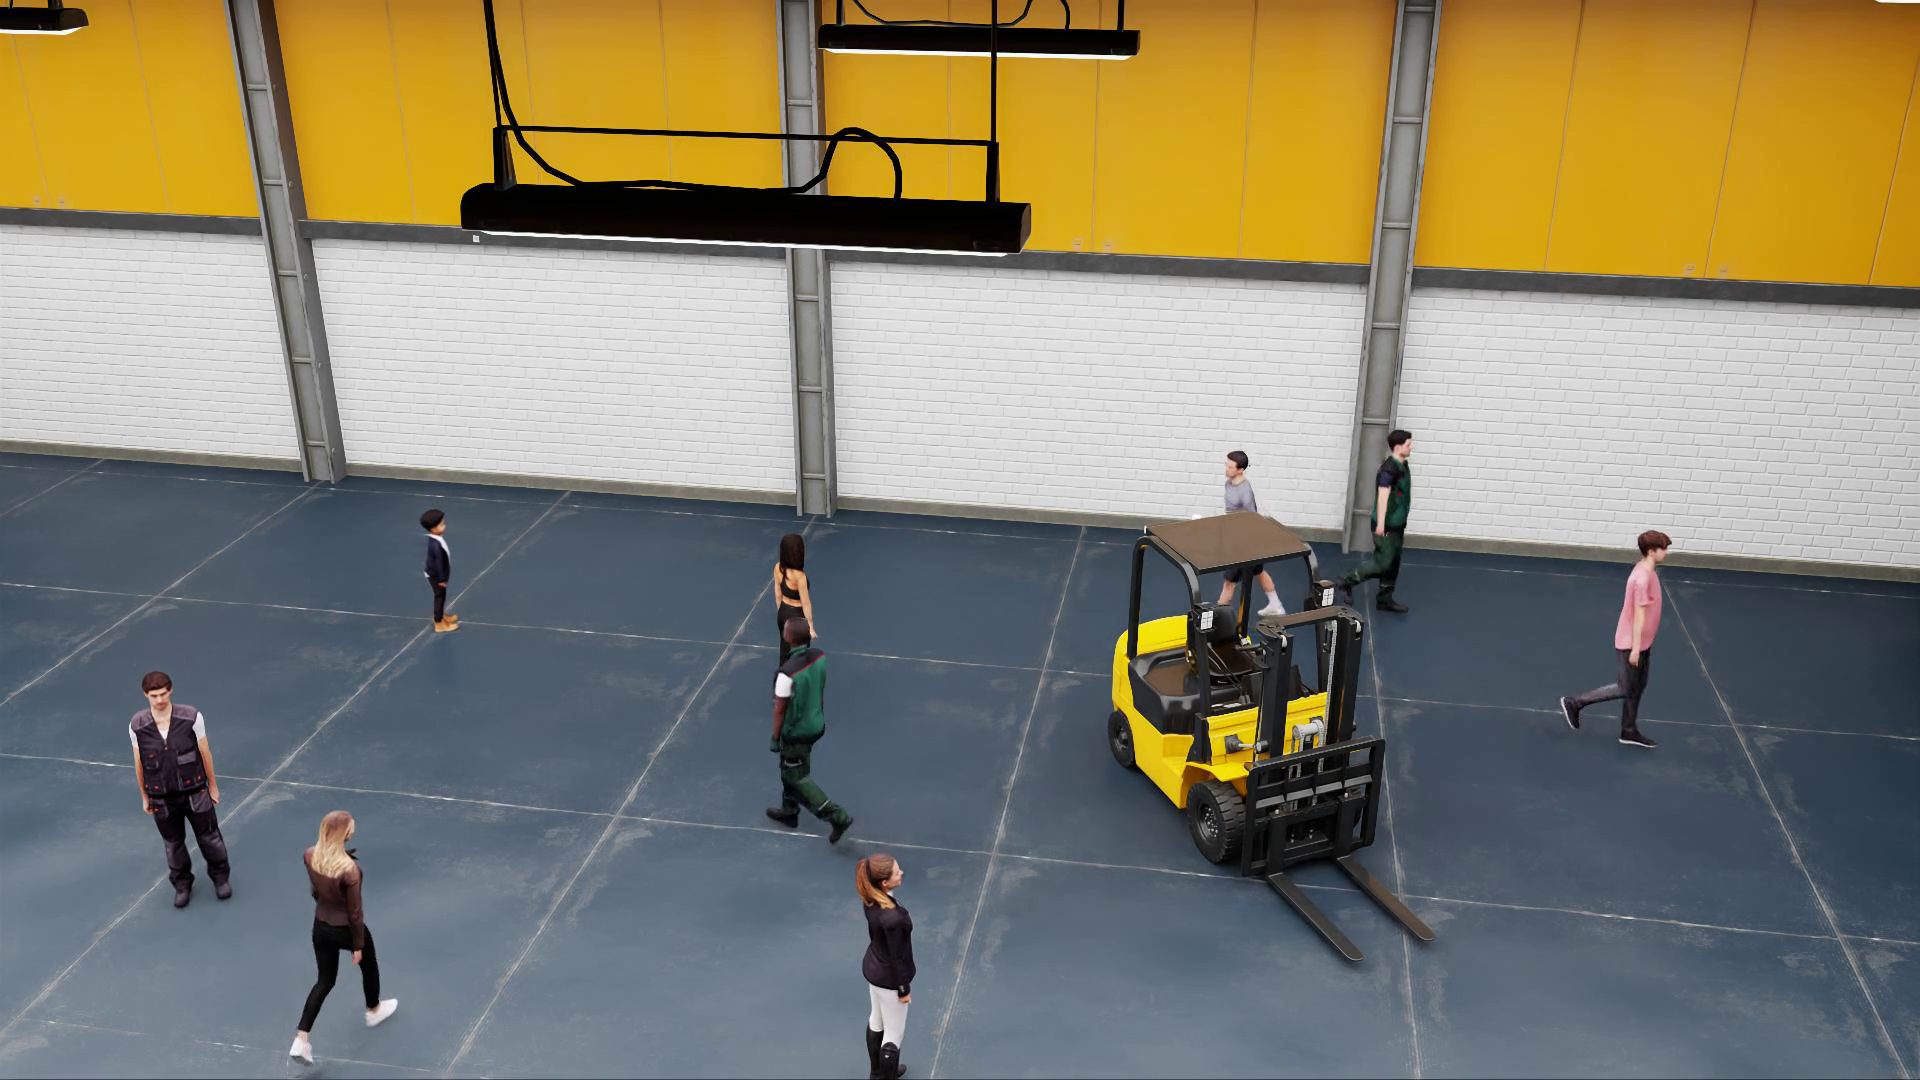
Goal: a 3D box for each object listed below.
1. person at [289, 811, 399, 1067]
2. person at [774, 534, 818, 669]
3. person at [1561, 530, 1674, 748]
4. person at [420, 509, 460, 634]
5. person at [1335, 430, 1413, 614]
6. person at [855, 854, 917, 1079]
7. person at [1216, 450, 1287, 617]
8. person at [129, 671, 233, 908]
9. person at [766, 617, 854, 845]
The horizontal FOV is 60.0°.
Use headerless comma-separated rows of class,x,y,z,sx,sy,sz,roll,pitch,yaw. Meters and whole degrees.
person,-3.893,2.475,10.287,1.066,1.666,0.814,9,25,19
person,-1.441,0.705,14.366,0.570,1.644,0.680,18,29,35
person,5.476,0.814,13.747,1.093,1.939,0.789,10,25,21
person,-4.986,0.287,15.851,0.589,1.220,0.571,-7,25,-16
person,4.059,-0.181,16.085,1.042,1.889,0.843,11,26,24
person,-0.431,2.608,9.905,0.698,1.729,0.664,-9,25,-20
person,2.770,0.021,15.715,1.354,1.815,1.012,-2,24,-5
person,-5.512,1.745,11.735,0.698,1.844,0.807,-8,25,-18
person,-1.148,1.447,12.445,1.155,1.821,0.877,12,26,25
